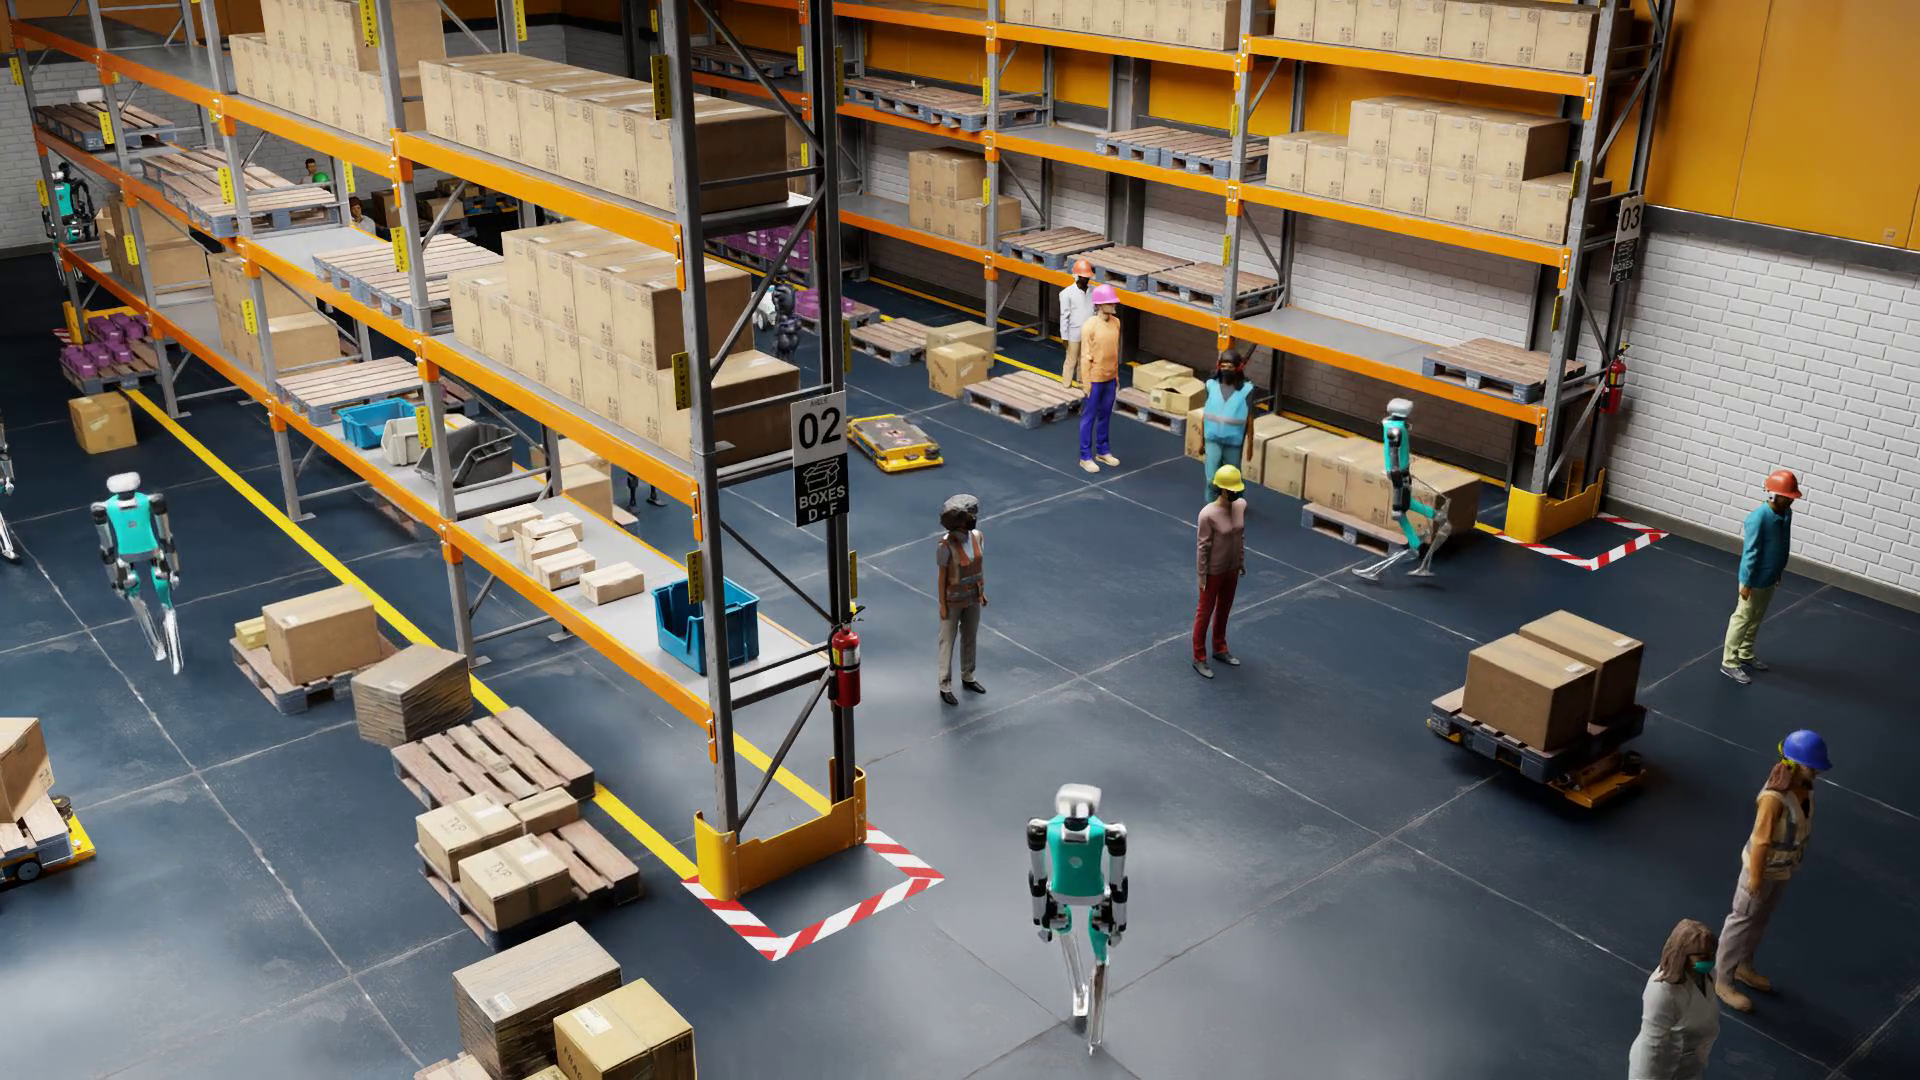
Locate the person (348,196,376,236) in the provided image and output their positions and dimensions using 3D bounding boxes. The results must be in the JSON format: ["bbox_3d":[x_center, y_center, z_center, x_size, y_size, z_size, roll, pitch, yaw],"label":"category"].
[{"bbox_3d":[-7.951,-3.653,22.134,0.514,1.831,0.365,-18,29,-36],"label":"person"}]

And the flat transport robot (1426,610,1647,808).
[{"bbox_3d":[4.207,1.490,12.193,0.659,0.231,1.431,-16,28,-33],"label":"flat transport robot"}]

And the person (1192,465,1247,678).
[{"bbox_3d":[2.083,0.231,13.219,0.532,1.768,0.308,-18,29,-36],"label":"person"}]

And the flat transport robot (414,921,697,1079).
[{"bbox_3d":[-2.079,3.096,8.474,1.431,0.231,0.659,-18,29,-36],"label":"flat transport robot"}]

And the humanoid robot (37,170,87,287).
[{"bbox_3d":[-13.060,-4.560,24.182,0.533,1.677,0.735,-18,29,-36],"label":"humanoid robot"}]

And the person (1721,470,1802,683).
[{"bbox_3d":[6.351,0.269,13.147,0.571,1.750,0.329,-18,29,-36],"label":"person"}]

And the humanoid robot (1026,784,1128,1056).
[{"bbox_3d":[0.670,1.989,9.190,0.549,1.770,0.877,4,24,9],"label":"humanoid robot"}]

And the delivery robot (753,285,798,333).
[{"bbox_3d":[-2.548,-3.133,22.557,0.525,0.609,0.780,-10,25,-21],"label":"delivery robot"}]

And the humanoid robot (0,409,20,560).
[{"bbox_3d":[-8.891,-0.615,15.047,0.533,1.677,0.735,-18,29,-36],"label":"humanoid robot"}]

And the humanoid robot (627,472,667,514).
[{"bbox_3d":[-3.116,-1.094,16.383,0.599,1.657,0.315,-18,29,-36],"label":"humanoid robot"}]

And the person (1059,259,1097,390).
[{"bbox_3d":[1.401,-2.405,19.337,0.571,1.750,0.329,-18,29,-36],"label":"person"}]

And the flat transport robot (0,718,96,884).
[{"bbox_3d":[-6.475,2.096,10.790,1.431,0.231,0.659,-18,29,-36],"label":"flat transport robot"}]

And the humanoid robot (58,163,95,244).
[{"bbox_3d":[-13.455,-4.927,25.289,0.611,1.632,0.415,-13,27,-28],"label":"humanoid robot"}]

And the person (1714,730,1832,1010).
[{"bbox_3d":[4.626,1.858,9.446,0.483,1.772,0.341,-19,30,-37],"label":"person"}]

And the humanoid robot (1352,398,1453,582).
[{"bbox_3d":[4.018,-0.379,14.672,0.966,1.745,0.542,7,24,15],"label":"humanoid robot"}]

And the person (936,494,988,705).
[{"bbox_3d":[0.005,0.442,12.820,0.452,1.690,0.321,-18,29,-36],"label":"person"}]

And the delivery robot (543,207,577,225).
[{"bbox_3d":[-6.667,-5.431,27.864,0.499,0.599,0.774,-18,29,-36],"label":"delivery robot"}]

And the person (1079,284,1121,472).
[{"bbox_3d":[1.475,-1.704,17.424,0.515,1.988,0.363,-18,29,-36],"label":"person"}]

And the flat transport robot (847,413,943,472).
[{"bbox_3d":[-0.758,-1.087,18.160,0.659,0.231,1.431,-10,25,-21],"label":"flat transport robot"}]

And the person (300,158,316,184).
[{"bbox_3d":[-9.837,-5.014,25.495,0.458,1.660,0.277,-18,29,-36],"label":"person"}]

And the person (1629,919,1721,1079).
[{"bbox_3d":[3.412,2.545,7.991,0.495,1.659,0.335,-18,29,-36],"label":"person"}]

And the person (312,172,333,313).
[{"bbox_3d":[-8.786,-4.153,23.161,0.544,1.932,0.399,-18,29,-36],"label":"person"}]

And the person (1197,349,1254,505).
[{"bbox_3d":[2.537,-0.944,15.843,0.528,1.846,0.737,8,25,19],"label":"person"}]

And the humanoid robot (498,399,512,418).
[{"bbox_3d":[-5.232,-2.217,19.002,0.410,1.637,0.610,16,28,32],"label":"humanoid robot"}]

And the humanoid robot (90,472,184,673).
[{"bbox_3d":[-6.547,0.217,13.332,0.546,1.790,0.828,-11,26,-24],"label":"humanoid robot"}]

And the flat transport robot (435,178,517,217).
[{"bbox_3d":[-8.538,-5.804,29.083,1.431,0.231,0.659,-18,29,-36],"label":"flat transport robot"}]

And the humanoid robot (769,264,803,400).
[{"bbox_3d":[-2.025,-2.431,19.504,0.360,1.640,0.609,7,24,15],"label":"humanoid robot"}]
